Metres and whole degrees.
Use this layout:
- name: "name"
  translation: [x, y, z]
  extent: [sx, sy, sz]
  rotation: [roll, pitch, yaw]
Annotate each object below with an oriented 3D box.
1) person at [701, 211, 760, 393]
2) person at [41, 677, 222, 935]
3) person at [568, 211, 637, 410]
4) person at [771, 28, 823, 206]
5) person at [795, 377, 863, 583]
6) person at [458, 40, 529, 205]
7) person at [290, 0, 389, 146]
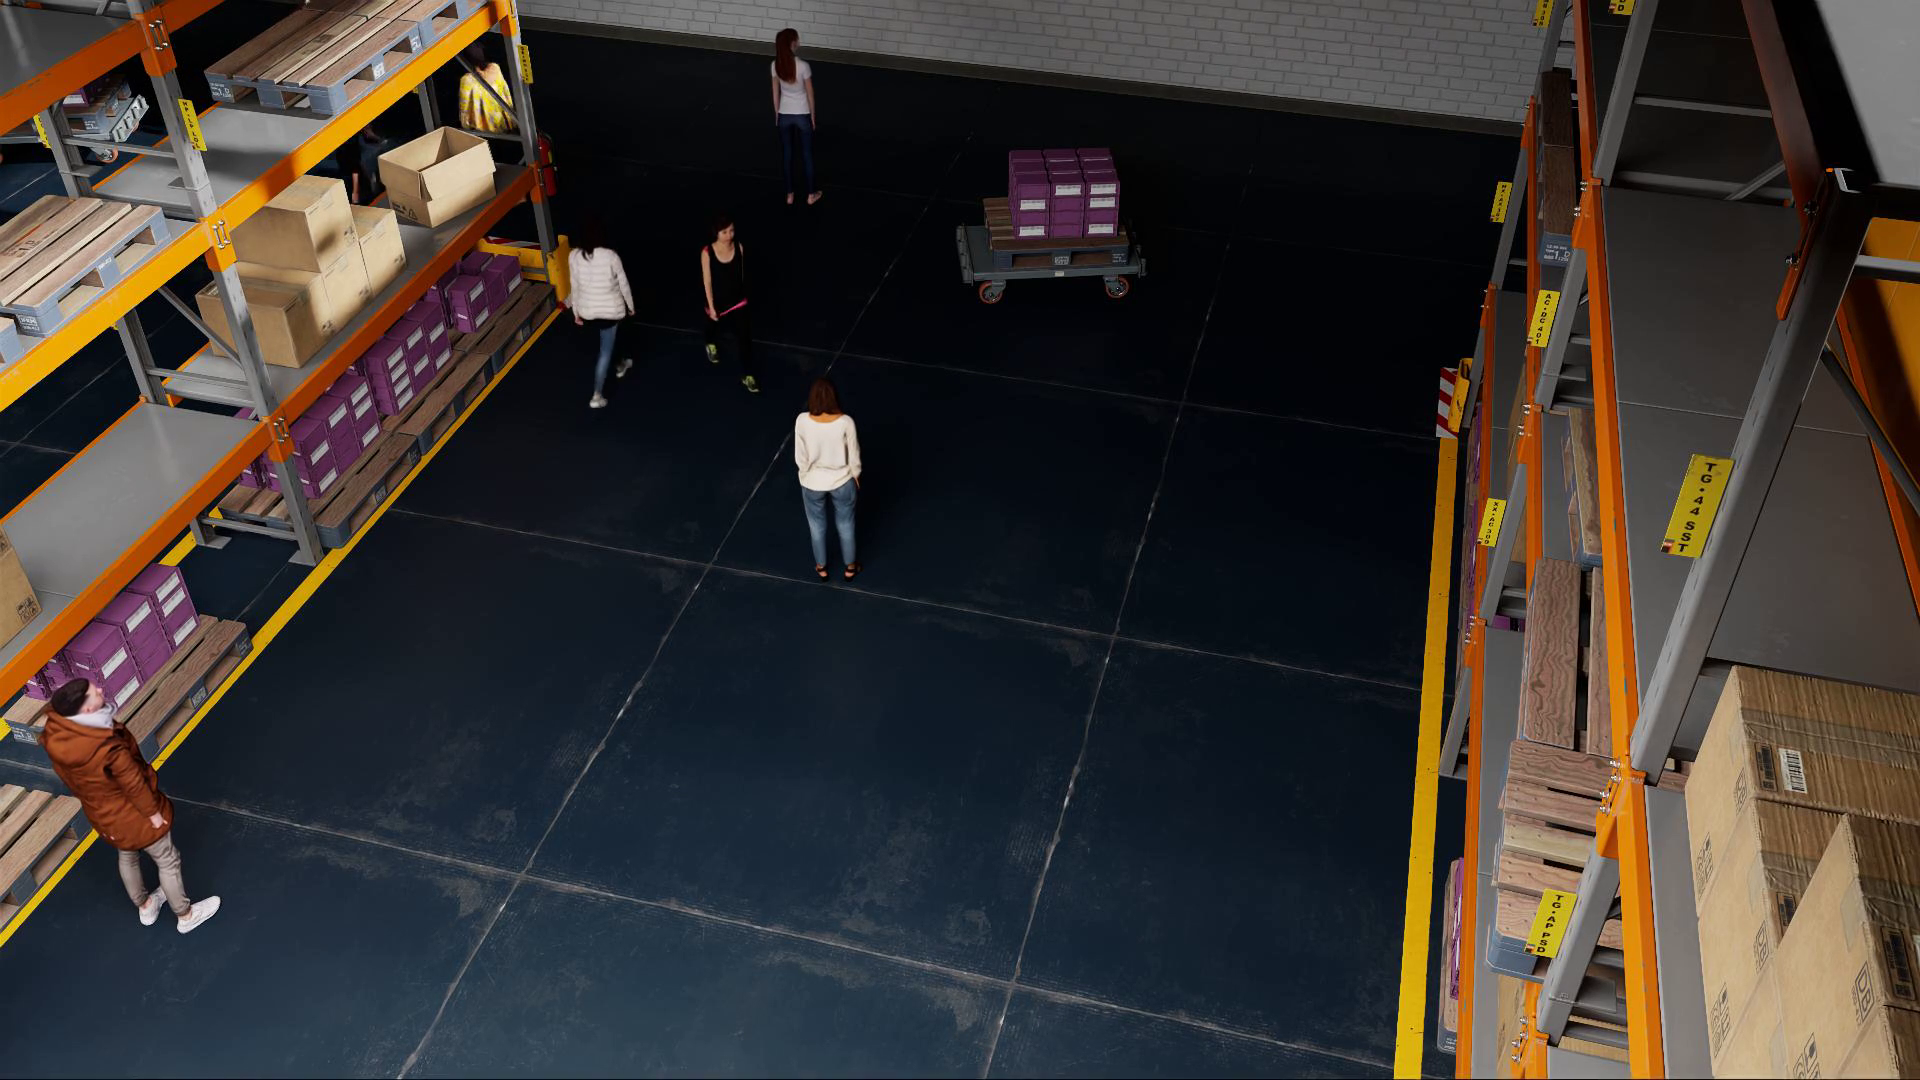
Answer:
- name: "person"
  translation: [-1.966, -2.009, 13.675]
  extent: [0.966, 1.514, 1.068]
  rotation: [-17, 42, -20]
- name: "person"
  translation: [-4.564, 1.456, 9.078]
  extent: [0.717, 1.837, 0.701]
  rotation: [12, 40, 15]
- name: "person"
  translation: [-2.902, -1.805, 13.356]
  extent: [0.601, 1.594, 1.057]
  rotation: [9, 40, 11]
- name: "person"
  translation: [-1.601, -4.080, 16.089]
  extent: [0.570, 1.738, 0.535]
  rotation: [6, 39, 8]
- name: "person"
  translation: [-0.910, -0.406, 11.533]
  extent: [0.642, 1.683, 0.590]
  rotation: [4, 39, 5]
- name: "person"
  translation: [-4.516, -3.992, 16.076]
  extent: [0.904, 1.616, 1.032]
  rotation: [19, 42, 22]
- name: "person"
  translation: [-6.590, -4.932, 17.096]
  extent: [0.994, 1.814, 1.235]
  rotation: [20, 43, 23]
